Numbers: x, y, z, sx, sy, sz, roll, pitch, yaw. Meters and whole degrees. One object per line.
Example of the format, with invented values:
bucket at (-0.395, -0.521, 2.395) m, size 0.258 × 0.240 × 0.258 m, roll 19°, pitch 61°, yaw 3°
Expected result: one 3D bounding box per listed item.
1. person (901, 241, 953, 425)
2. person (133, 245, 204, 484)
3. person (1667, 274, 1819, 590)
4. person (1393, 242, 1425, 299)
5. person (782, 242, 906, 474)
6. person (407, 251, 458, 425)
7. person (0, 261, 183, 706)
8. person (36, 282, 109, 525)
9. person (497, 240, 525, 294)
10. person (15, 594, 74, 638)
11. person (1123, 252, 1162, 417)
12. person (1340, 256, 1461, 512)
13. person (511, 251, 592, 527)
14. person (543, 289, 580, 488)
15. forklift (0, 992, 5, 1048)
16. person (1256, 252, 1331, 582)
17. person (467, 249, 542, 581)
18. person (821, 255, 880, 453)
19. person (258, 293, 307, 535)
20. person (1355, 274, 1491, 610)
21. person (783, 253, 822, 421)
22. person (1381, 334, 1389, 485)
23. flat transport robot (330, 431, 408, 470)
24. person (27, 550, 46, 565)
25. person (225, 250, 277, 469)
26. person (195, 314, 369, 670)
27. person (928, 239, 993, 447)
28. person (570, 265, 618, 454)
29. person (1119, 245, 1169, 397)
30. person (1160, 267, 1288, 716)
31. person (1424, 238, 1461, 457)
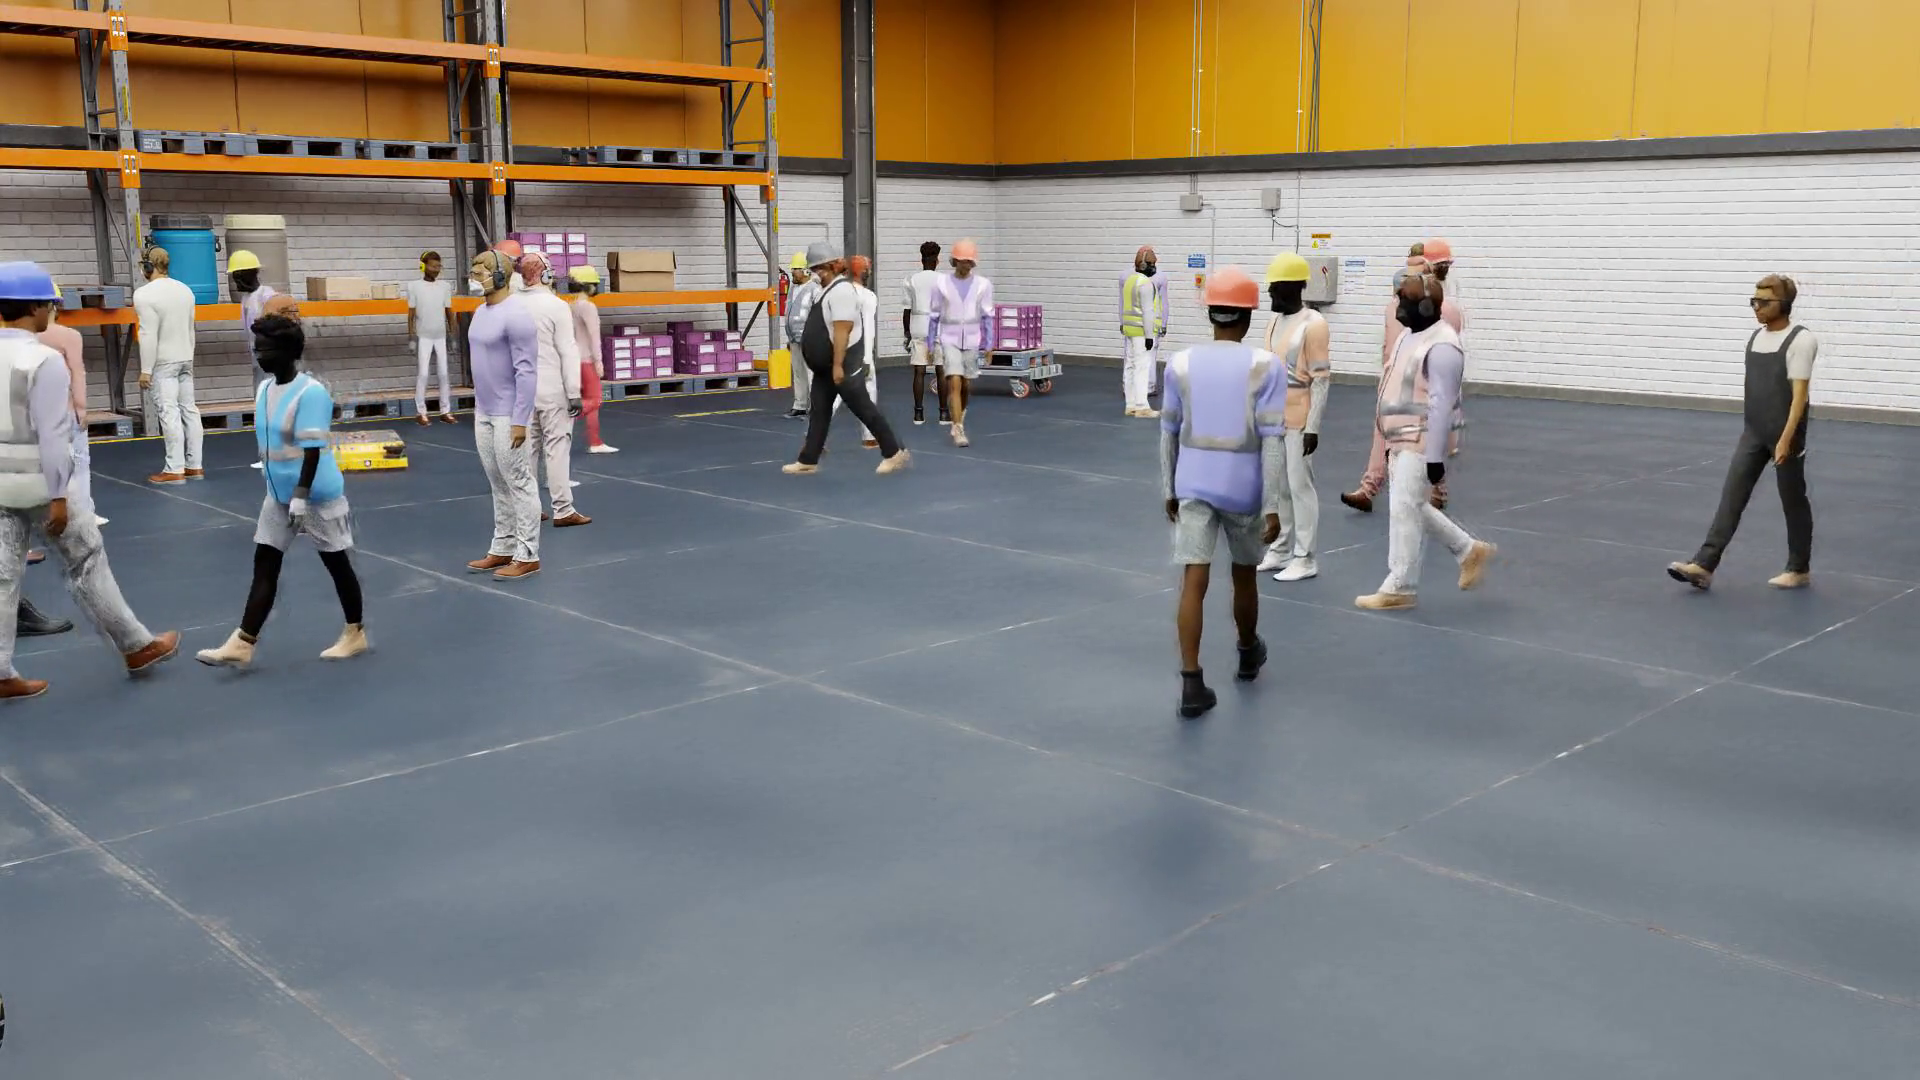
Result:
person at (-0.319, -2.210, 17.819) m, size 0.604 × 1.959 × 0.379 m, roll 2°, pitch 11°, yaw 9°
person at (-6.462, -1.418, 13.556) m, size 0.378 × 1.940 × 0.628 m, roll 2°, pitch 11°, yaw 12°
person at (4.517, -0.583, 9.376) m, size 0.945 × 1.794 × 0.541 m, roll -4°, pitch 11°, yaw -21°
person at (5.447, -2.569, 19.848) m, size 0.627 × 1.934 × 0.370 m, roll 0°, pitch 10°, yaw 0°
person at (-0.968, -1.569, 14.100) m, size 1.032 × 2.000 × 0.708 m, roll -3°, pitch 11°, yaw -17°
person at (-5.653, -2.156, 17.813) m, size 0.519 × 1.858 × 0.330 m, roll -9°, pitch 14°, yaw -41°
person at (-3.994, -0.265, 7.357) m, size 0.615 × 1.901 × 0.968 m, roll 4°, pitch 11°, yaw 23°
person at (-6.203, -0.895, 11.278) m, size 0.535 × 1.740 × 0.743 m, roll 1°, pitch 10°, yaw 8°
person at (-4.951, -2.291, 18.238) m, size 0.634 × 1.975 × 0.440 m, roll 4°, pitch 11°, yaw 23°
person at (-5.070, -0.413, 8.233) m, size 0.959 × 1.896 × 0.554 m, roll -5°, pitch 12°, yaw -27°
person at (2.038, -2.293, 18.601) m, size 0.430 × 1.841 × 0.624 m, roll -3°, pitch 11°, yaw -14°
person at (3.222, -1.098, 12.016) m, size 0.966 × 1.856 × 0.668 m, roll -9°, pitch 14°, yaw -40°
person at (-2.888, -1.041, 11.576) m, size 0.643 × 1.913 × 0.411 m, roll 5°, pitch 11°, yaw 25°
person at (-3.352, -1.189, 13.162) m, size 0.588 × 1.619 × 0.524 m, roll -10°, pitch 14°, yaw -43°
forklift at (-3.245, 0.323, 3.363) m, size 2.313 × 2.155 × 1.214 m, roll 2°, pitch 11°, yaw 13°
person at (1.922, -0.720, 9.780) m, size 0.382 × 1.924 × 0.594 m, roll -4°, pitch 11°, yaw -19°
person at (-2.700, -0.731, 9.810) m, size 0.370 × 1.941 × 0.627 m, roll -9°, pitch 14°, yaw -40°
person at (-1.042, -1.733, 15.536) m, size 0.583 × 1.850 × 0.958 m, roll 7°, pitch 13°, yaw 35°
person at (-4.561, -0.849, 11.283) m, size 0.500 × 1.634 × 0.286 m, roll 10°, pitch 14°, yaw 42°
person at (2.551, -0.517, 8.987) m, size 0.717 × 1.821 × 0.636 m, roll 0°, pitch 10°, yaw -2°
person at (-1.726, -2.231, 18.274) m, size 0.404 × 1.831 × 0.600 m, roll -9°, pitch 14°, yaw -41°
person at (3.625, -1.204, 13.271) m, size 0.497 × 1.617 × 0.355 m, roll -1°, pitch 10°, yaw -8°
flat transport robot at (-5.329, -0.814, 14.810) m, size 0.652 × 0.197 × 1.431 m, roll -4°, pitch 11°, yaw -23°
person at (-5.953, -0.780, 10.246) m, size 0.728 × 1.885 × 0.648 m, roll -3°, pitch 11°, yaw -14°
person at (-5.970, -1.559, 14.444) m, size 0.653 × 1.895 × 0.615 m, roll -10°, pitch 14°, yaw -43°
person at (-3.135, -0.199, 7.654) m, size 0.549 × 1.650 × 0.857 m, roll 8°, pitch 13°, yaw 35°
person at (0.003, -1.942, 16.270) m, size 0.623 × 2.002 × 0.999 m, roll -2°, pitch 11°, yaw -10°
person at (-3.486, -1.638, 15.259) m, size 0.610 × 1.747 × 0.543 m, roll -6°, pitch 12°, yaw -28°
person at (2.312, -2.746, 20.923) m, size 0.646 × 1.900 × 0.403 m, roll 4°, pitch 11°, yaw 22°
person at (1.146, -0.233, 7.241) m, size 0.567 × 1.882 × 0.978 m, roll 4°, pitch 11°, yaw 22°
person at (4.282, -1.710, 15.002) m, size 0.667 × 1.992 × 0.531 m, roll -6°, pitch 12°, yaw -31°
